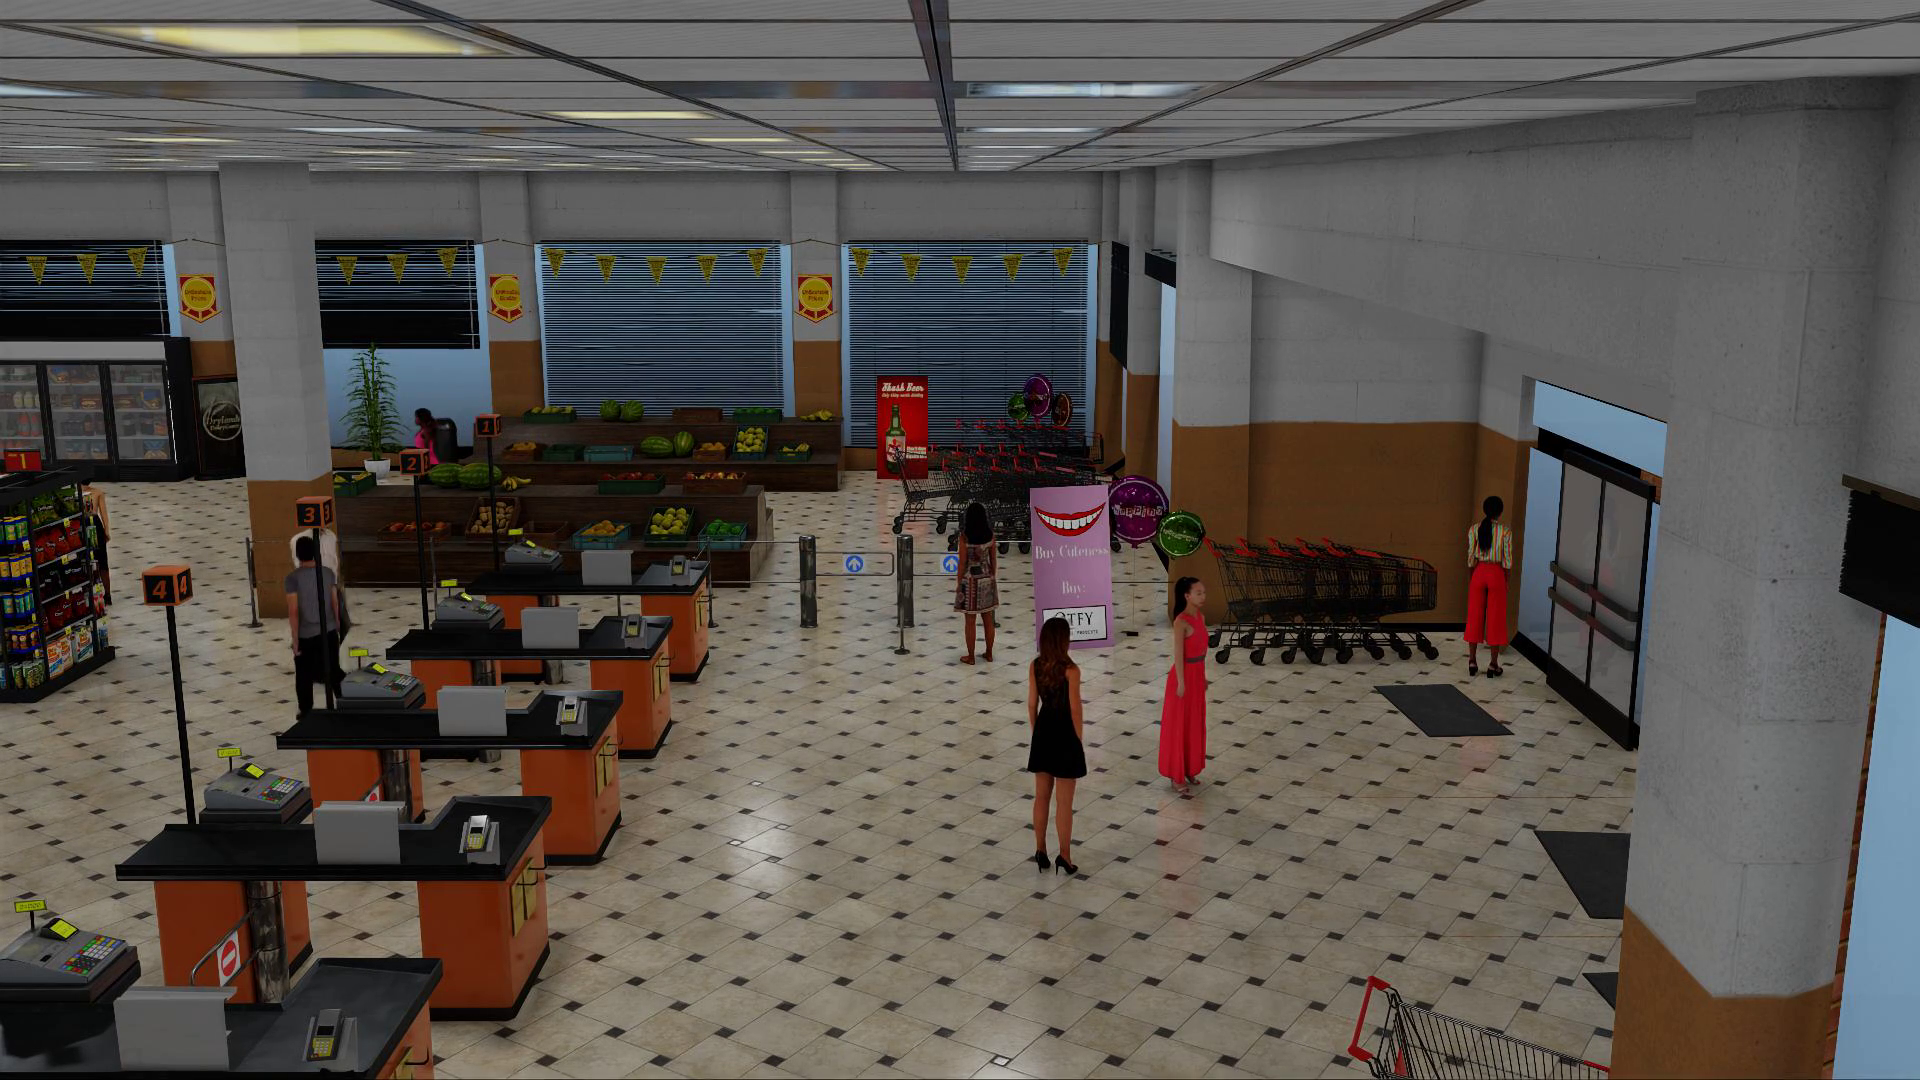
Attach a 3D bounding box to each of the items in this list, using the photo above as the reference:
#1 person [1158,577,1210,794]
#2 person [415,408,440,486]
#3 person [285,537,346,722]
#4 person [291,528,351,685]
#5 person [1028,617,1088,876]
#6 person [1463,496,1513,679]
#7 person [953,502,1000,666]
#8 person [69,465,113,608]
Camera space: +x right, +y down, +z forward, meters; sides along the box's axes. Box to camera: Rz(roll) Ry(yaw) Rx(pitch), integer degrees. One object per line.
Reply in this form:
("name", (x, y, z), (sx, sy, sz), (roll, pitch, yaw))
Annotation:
("person", (1.804, 1.133, 13.203), (0.756, 1.727, 0.717), (9, 15, 37))
("person", (-7.388, -1.009, 23.416), (0.793, 1.710, 0.704), (-6, 13, -24))
("person", (-5.593, 0.850, 14.522), (1.109, 1.736, 1.138), (-10, 16, -40))
("person", (-6.253, 0.499, 16.036), (0.816, 1.799, 0.795), (7, 14, 31))
("person", (0.656, 1.429, 11.532), (0.643, 1.834, 0.733), (8, 14, 35))
("person", (5.172, 0.449, 16.293), (0.636, 1.792, 0.740), (7, 14, 31))
("person", (0.164, 0.427, 16.753), (0.641, 1.644, 0.785), (-6, 13, -27))
("person", (-9.935, -0.043, 18.964), (0.646, 1.654, 0.729), (-9, 15, -35))
